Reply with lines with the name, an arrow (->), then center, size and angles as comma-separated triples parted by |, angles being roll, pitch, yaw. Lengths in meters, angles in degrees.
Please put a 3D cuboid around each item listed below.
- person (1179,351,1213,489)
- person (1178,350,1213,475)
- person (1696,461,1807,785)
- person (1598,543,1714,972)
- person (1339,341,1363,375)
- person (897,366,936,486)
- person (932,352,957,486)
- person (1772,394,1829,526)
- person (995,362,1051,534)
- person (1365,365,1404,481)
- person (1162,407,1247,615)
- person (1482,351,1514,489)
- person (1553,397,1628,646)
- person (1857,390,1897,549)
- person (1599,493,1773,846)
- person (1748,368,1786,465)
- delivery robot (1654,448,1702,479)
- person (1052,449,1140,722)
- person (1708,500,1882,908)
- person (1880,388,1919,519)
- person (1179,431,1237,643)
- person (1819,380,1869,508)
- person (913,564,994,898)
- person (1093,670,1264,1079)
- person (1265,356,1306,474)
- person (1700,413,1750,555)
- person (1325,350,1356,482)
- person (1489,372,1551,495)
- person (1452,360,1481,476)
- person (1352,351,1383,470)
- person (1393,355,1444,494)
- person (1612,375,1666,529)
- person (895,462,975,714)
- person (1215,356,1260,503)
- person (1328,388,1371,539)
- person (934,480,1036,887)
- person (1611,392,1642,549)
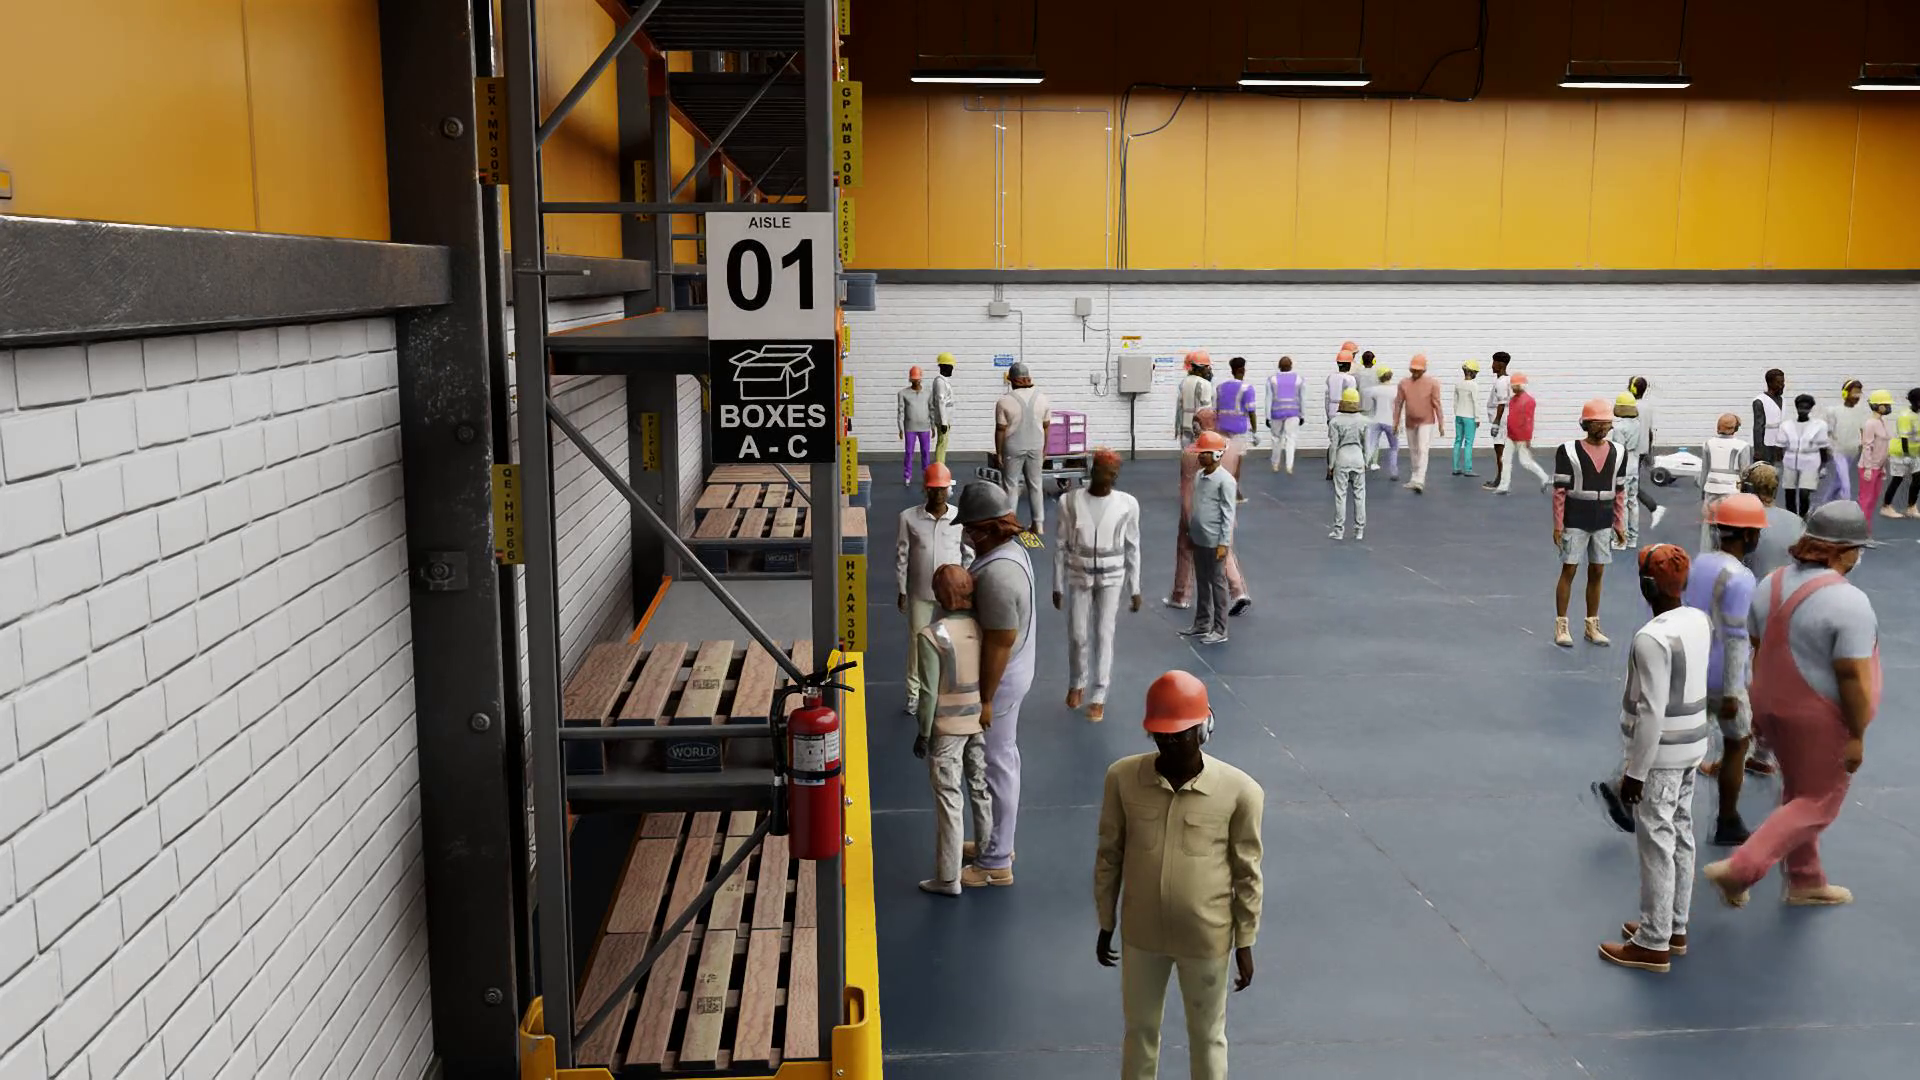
person -> 3.329, -1.669, 23.361 | 0.486, 1.989, 0.649 | 7, 11, 37
person -> 3.158, -1.489, 22.057 | 0.388, 2.041, 0.615 | -5, 10, -30
person -> 4.721, 0.494, 9.935 | 0.632, 1.940, 0.372 | -3, 10, -21
person -> 3.060, 0.944, 7.282 | 0.361, 1.884, 0.574 | 9, 13, 44
person -> 6.173, -2.164, 26.441 | 0.375, 1.997, 0.612 | 7, 11, 37
person -> -0.618, -1.632, 23.913 | 0.566, 1.740, 0.359 | -2, 9, -10
person -> -0.228, -1.748, 24.040 | 0.360, 1.929, 0.587 | 0, 9, 1
person -> 9.560, -0.828, 18.971 | 0.419, 1.687, 0.544 | -8, 12, -41
person -> 0.697, -1.076, 19.473 | 0.682, 2.000, 0.535 | -3, 10, -19
person -> 6.212, -1.699, 24.419 | 0.559, 1.730, 0.779 | 6, 11, 34
person -> 2.220, -0.265, 14.919 | 0.646, 1.867, 0.898 | -5, 10, -28
person -> 7.658, -1.697, 23.599 | 0.366, 1.967, 0.603 | 4, 10, 26
person -> 5.151, -0.144, 13.599 | 0.605, 2.048, 0.372 | -1, 9, -3
person -> 10.215, -0.786, 18.554 | 0.542, 1.764, 0.340 | -9, 13, -43
person -> 3.891, 0.693, 8.819 | 0.803, 1.909, 0.546 | 0, 9, -3
person -> 9.734, -1.108, 20.055 | 0.593, 1.920, 0.391 | -7, 12, -38
delivery robot -> 10.371, -1.084, 23.883 | 0.707, 0.478, 0.477 | 7, 11, 37
person -> 0.930, 0.306, 11.397 | 0.606, 1.850, 0.518 | 1, 9, 5
person -> 3.915, 0.786, 7.782 | 0.790, 2.000, 0.712 | -2, 9, -10
person -> 11.703, -1.059, 20.528 | 0.552, 1.656, 0.600 | -6, 11, -34
person -> 2.060, -0.028, 13.792 | 0.324, 1.752, 0.561 | -4, 10, -23
person -> 10.541, -1.012, 19.867 | 0.513, 1.814, 0.991 | -1, 9, -9
person -> -0.014, 0.928, 8.154 | 0.523, 1.636, 0.310 | -8, 12, -42
person -> 0.712, 1.287, 5.533 | 0.572, 1.751, 0.329 | 3, 10, 20
person -> 4.982, -1.913, 25.495 | 0.632, 1.810, 0.881 | 1, 9, 4
person -> 7.798, -0.476, 16.995 | 0.312, 1.634, 0.514 | -6, 11, -34
person -> 5.634, -1.826, 24.505 | 0.361, 1.935, 0.553 | -6, 11, -35
person -> 7.749, -1.460, 22.890 | 0.787, 1.721, 0.570 | -2, 9, -14
person -> 7.678, -1.839, 25.148 | 0.323, 1.761, 0.523 | -4, 10, -24
person -> 6.357, -2.022, 25.968 | 0.519, 1.865, 0.326 | 3, 9, 17
person -> 6.385, -1.627, 23.282 | 0.709, 1.916, 1.042 | 6, 11, 35
person -> 8.074, -1.028, 19.781 | 0.528, 1.849, 0.738 | -7, 11, -36
person -> -0.170, 0.333, 11.508 | 0.563, 1.756, 0.322 | -1, 9, -3
person -> 3.711, -1.478, 22.274 | 0.463, 1.954, 0.756 | -8, 12, -41
person -> 4.469, -0.876, 19.147 | 0.484, 1.744, 0.295 | -1, 9, -5
person -> 0.106, 0.699, 8.330 | 0.537, 2.000, 0.680 | 1, 9, 6
person -> 7.358, -0.768, 18.472 | 0.492, 1.742, 0.320 | -7, 12, -38
